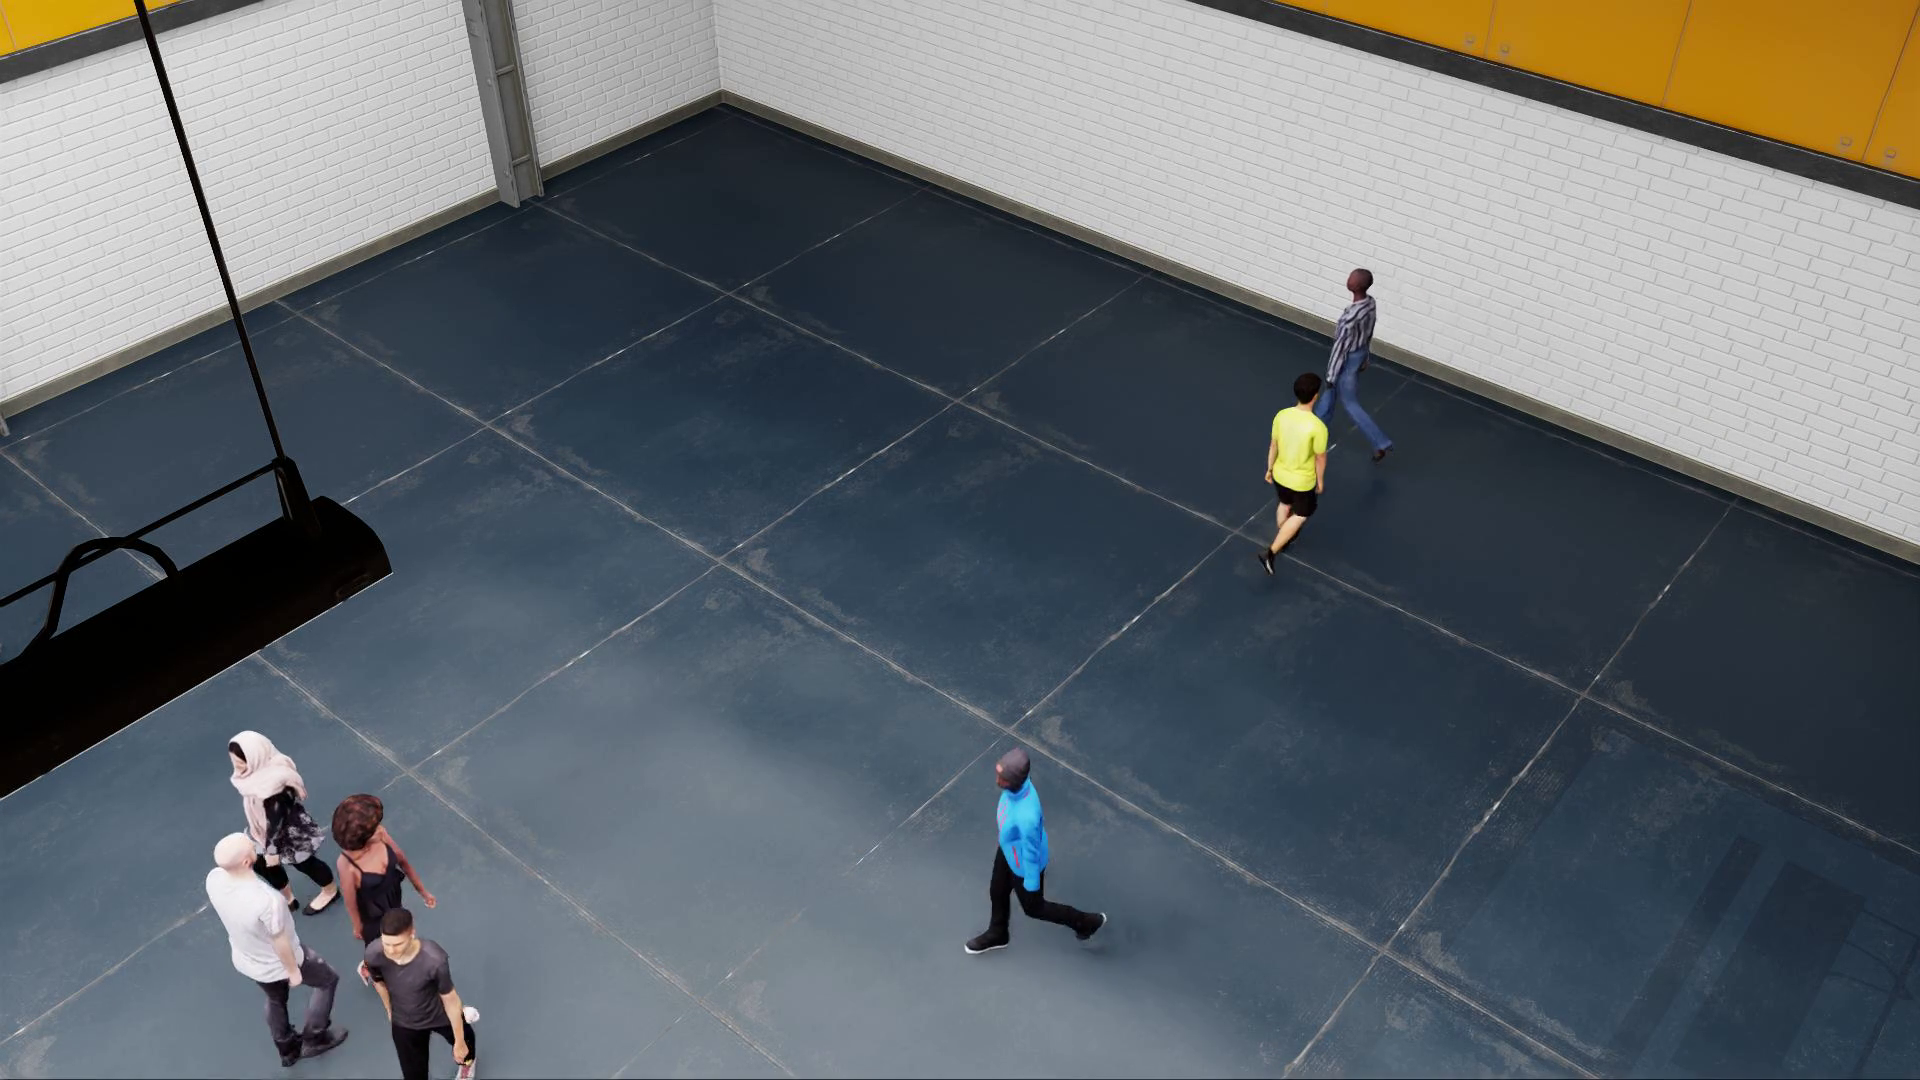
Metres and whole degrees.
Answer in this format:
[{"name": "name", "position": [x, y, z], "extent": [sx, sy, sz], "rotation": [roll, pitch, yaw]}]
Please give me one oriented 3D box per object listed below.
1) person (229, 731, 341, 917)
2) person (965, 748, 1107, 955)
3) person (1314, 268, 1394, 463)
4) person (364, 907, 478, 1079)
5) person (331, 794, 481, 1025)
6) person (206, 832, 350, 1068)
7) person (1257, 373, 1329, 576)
[{"name": "person", "position": [-4.055, 1.713, 10.164], "extent": [0.735, 1.612, 0.643], "rotation": [-31, 48, -33]}, {"name": "person", "position": [0.473, 1.867, 9.843], "extent": [1.179, 1.771, 1.039], "rotation": [-7, 39, -9]}, {"name": "person", "position": [3.358, -1.432, 13.980], "extent": [0.821, 1.765, 1.082], "rotation": [21, 43, 24]}, {"name": "person", "position": [-2.870, 2.523, 9.066], "extent": [1.076, 1.718, 1.213], "rotation": [2, 39, 3]}, {"name": "person", "position": [-3.406, 2.105, 9.575], "extent": [0.925, 1.734, 1.083], "rotation": [10, 40, 13]}, {"name": "person", "position": [-3.873, 2.354, 9.195], "extent": [0.722, 1.820, 0.704], "rotation": [19, 43, 23]}, {"name": "person", "position": [2.558, -0.481, 12.850], "extent": [0.673, 1.689, 0.950], "rotation": [32, 48, 33]}]
